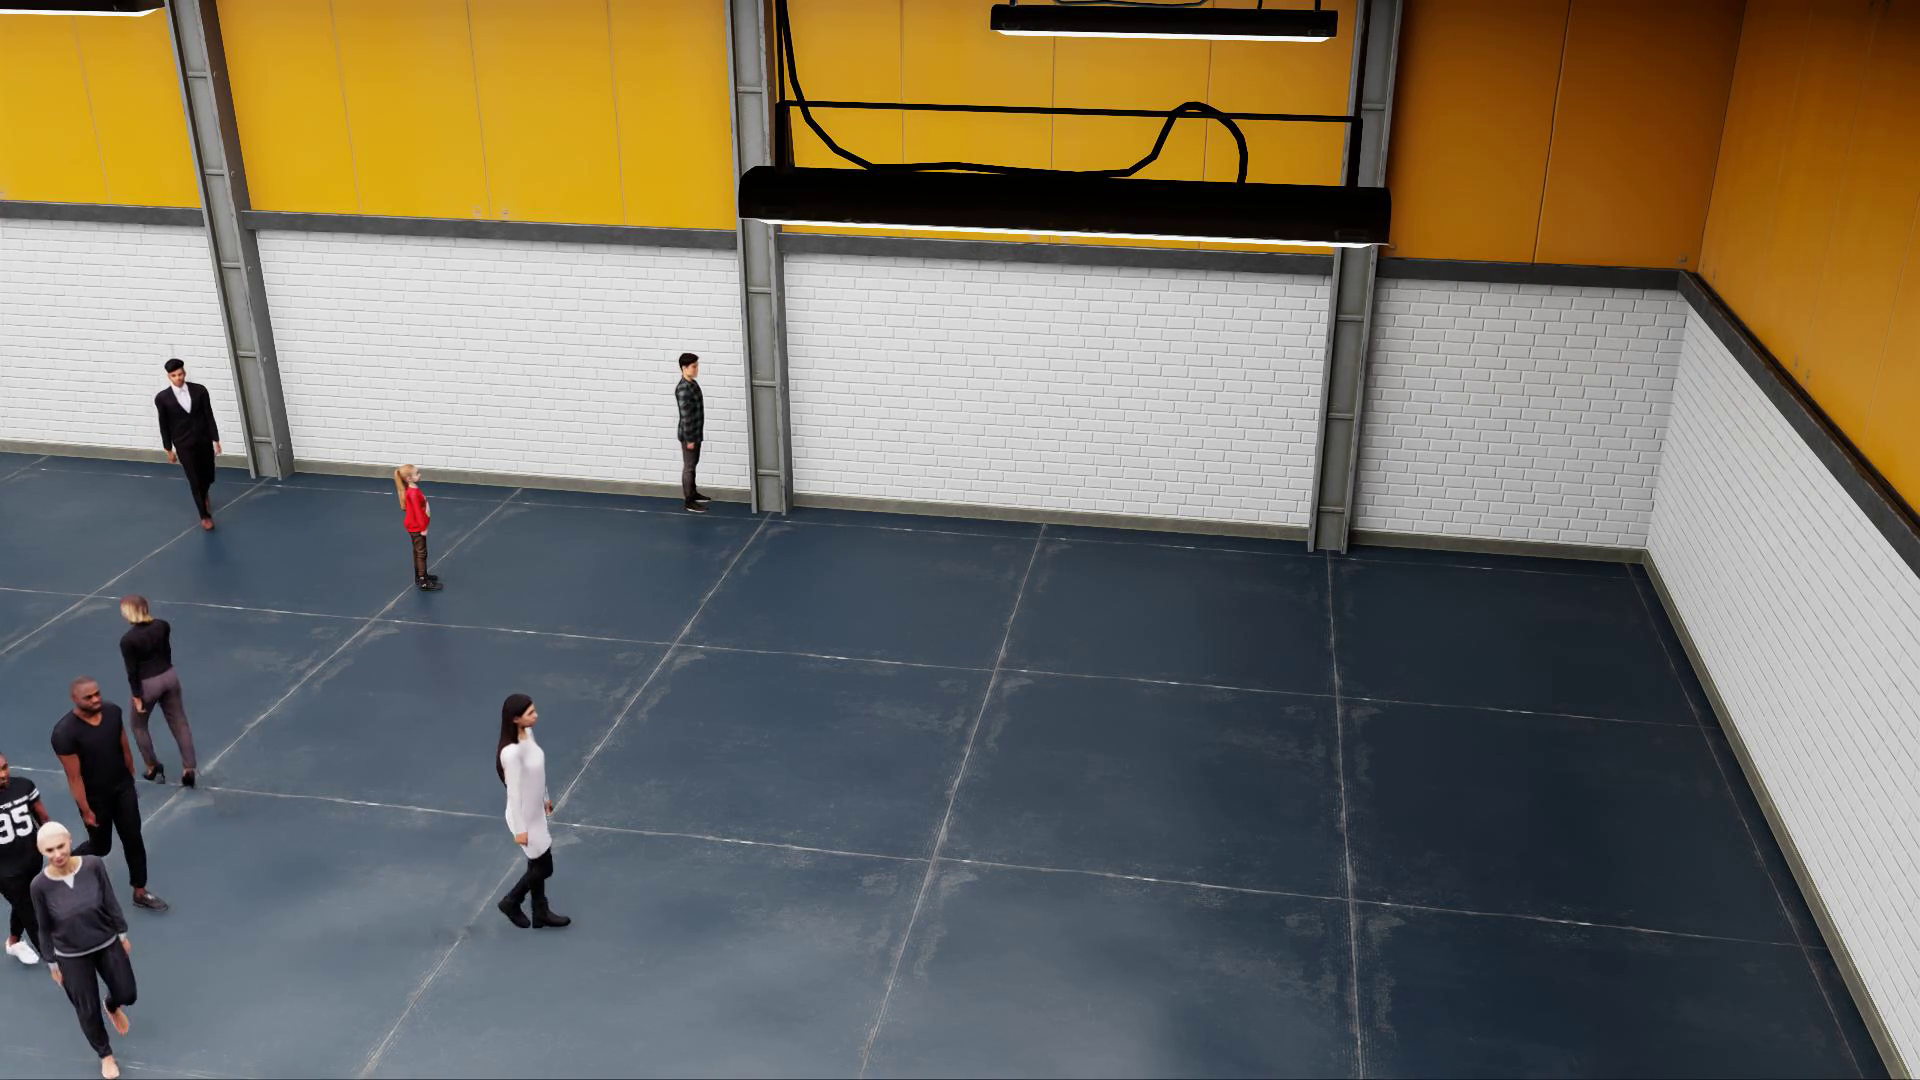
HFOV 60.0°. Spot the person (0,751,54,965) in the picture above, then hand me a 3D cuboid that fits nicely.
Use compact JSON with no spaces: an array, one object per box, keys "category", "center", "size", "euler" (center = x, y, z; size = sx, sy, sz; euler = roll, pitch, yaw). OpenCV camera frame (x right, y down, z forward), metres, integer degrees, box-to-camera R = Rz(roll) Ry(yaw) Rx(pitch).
[{"category":"person","center":[-6.105,2.087,10.694],"size":[1.255,1.681,0.930],"euler":[13,27,28]}]

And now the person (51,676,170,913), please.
[{"category":"person","center":[-5.914,1.727,11.372],"size":[1.145,1.797,0.896],"euler":[13,27,27]}]

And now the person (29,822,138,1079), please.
[{"category":"person","center":[-5.244,2.391,9.957],"size":[0.827,1.714,0.891],"euler":[-18,29,-35]}]

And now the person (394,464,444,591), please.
[{"category":"person","center":[-5.314,-0.139,16.286],"size":[0.637,1.281,0.587],"euler":[-12,26,-25]}]

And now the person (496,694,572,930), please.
[{"category":"person","center":[-2.967,1.841,11.108],"size":[0.739,1.801,0.682],"euler":[1,24,2]}]

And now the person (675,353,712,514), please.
[{"category":"person","center":[-2.859,-1.170,17.632],"size":[0.575,1.713,0.697],"euler":[0,24,1]}]

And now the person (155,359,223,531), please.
[{"category":"person","center":[-8.161,-1.060,17.669],"size":[1.082,1.860,1.147],"euler":[-16,28,-32]}]

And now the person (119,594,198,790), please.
[{"category":"person","center":[-6.104,1.193,12.771],"size":[0.812,1.655,0.737],"euler":[14,27,29]}]
